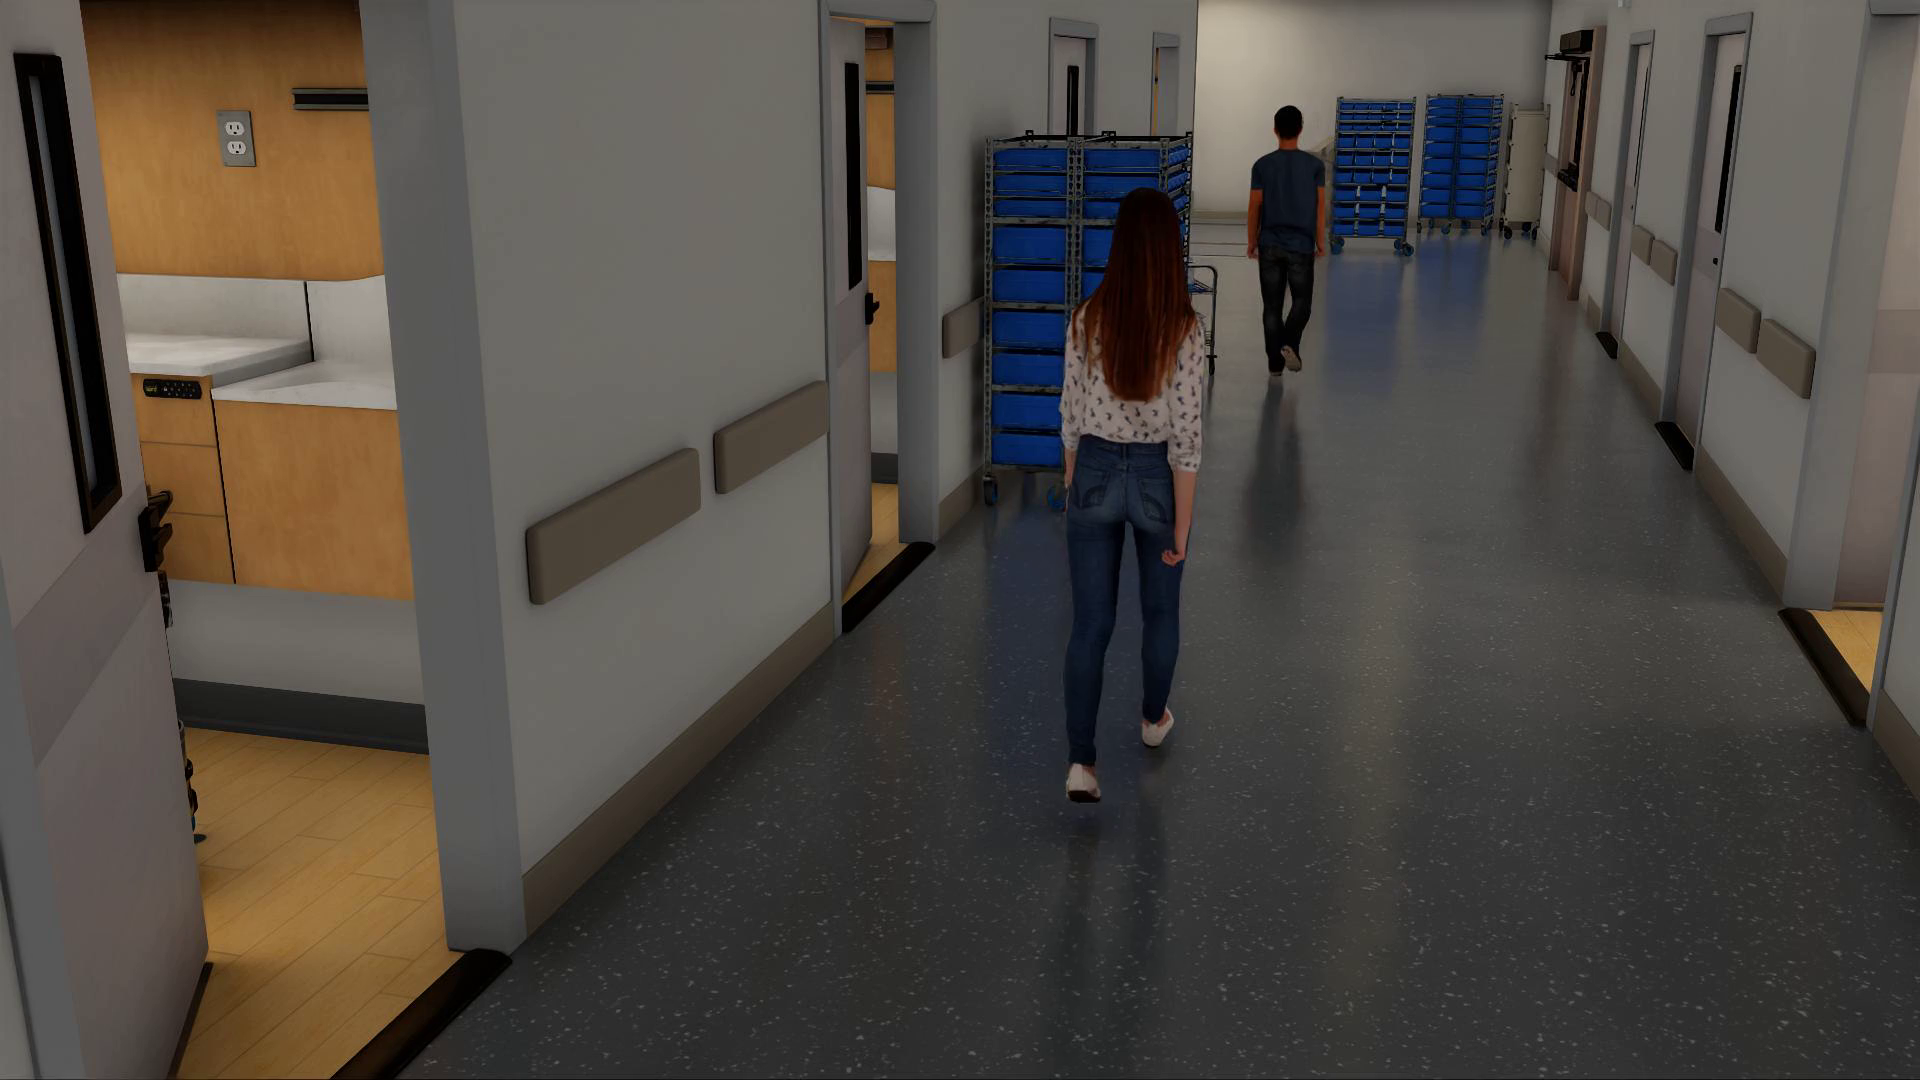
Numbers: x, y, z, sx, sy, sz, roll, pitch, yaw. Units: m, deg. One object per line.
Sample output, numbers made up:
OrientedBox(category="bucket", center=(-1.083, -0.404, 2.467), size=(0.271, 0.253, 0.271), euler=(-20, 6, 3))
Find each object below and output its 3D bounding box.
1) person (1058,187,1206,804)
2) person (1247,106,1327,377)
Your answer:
OrientedBox(category="person", center=(0.443, -0.085, 4.639), size=(0.588, 1.697, 1.118), euler=(4, 16, 13))
OrientedBox(category="person", center=(2.184, -1.966, 11.120), size=(0.686, 1.801, 0.773), euler=(4, 16, 12))
